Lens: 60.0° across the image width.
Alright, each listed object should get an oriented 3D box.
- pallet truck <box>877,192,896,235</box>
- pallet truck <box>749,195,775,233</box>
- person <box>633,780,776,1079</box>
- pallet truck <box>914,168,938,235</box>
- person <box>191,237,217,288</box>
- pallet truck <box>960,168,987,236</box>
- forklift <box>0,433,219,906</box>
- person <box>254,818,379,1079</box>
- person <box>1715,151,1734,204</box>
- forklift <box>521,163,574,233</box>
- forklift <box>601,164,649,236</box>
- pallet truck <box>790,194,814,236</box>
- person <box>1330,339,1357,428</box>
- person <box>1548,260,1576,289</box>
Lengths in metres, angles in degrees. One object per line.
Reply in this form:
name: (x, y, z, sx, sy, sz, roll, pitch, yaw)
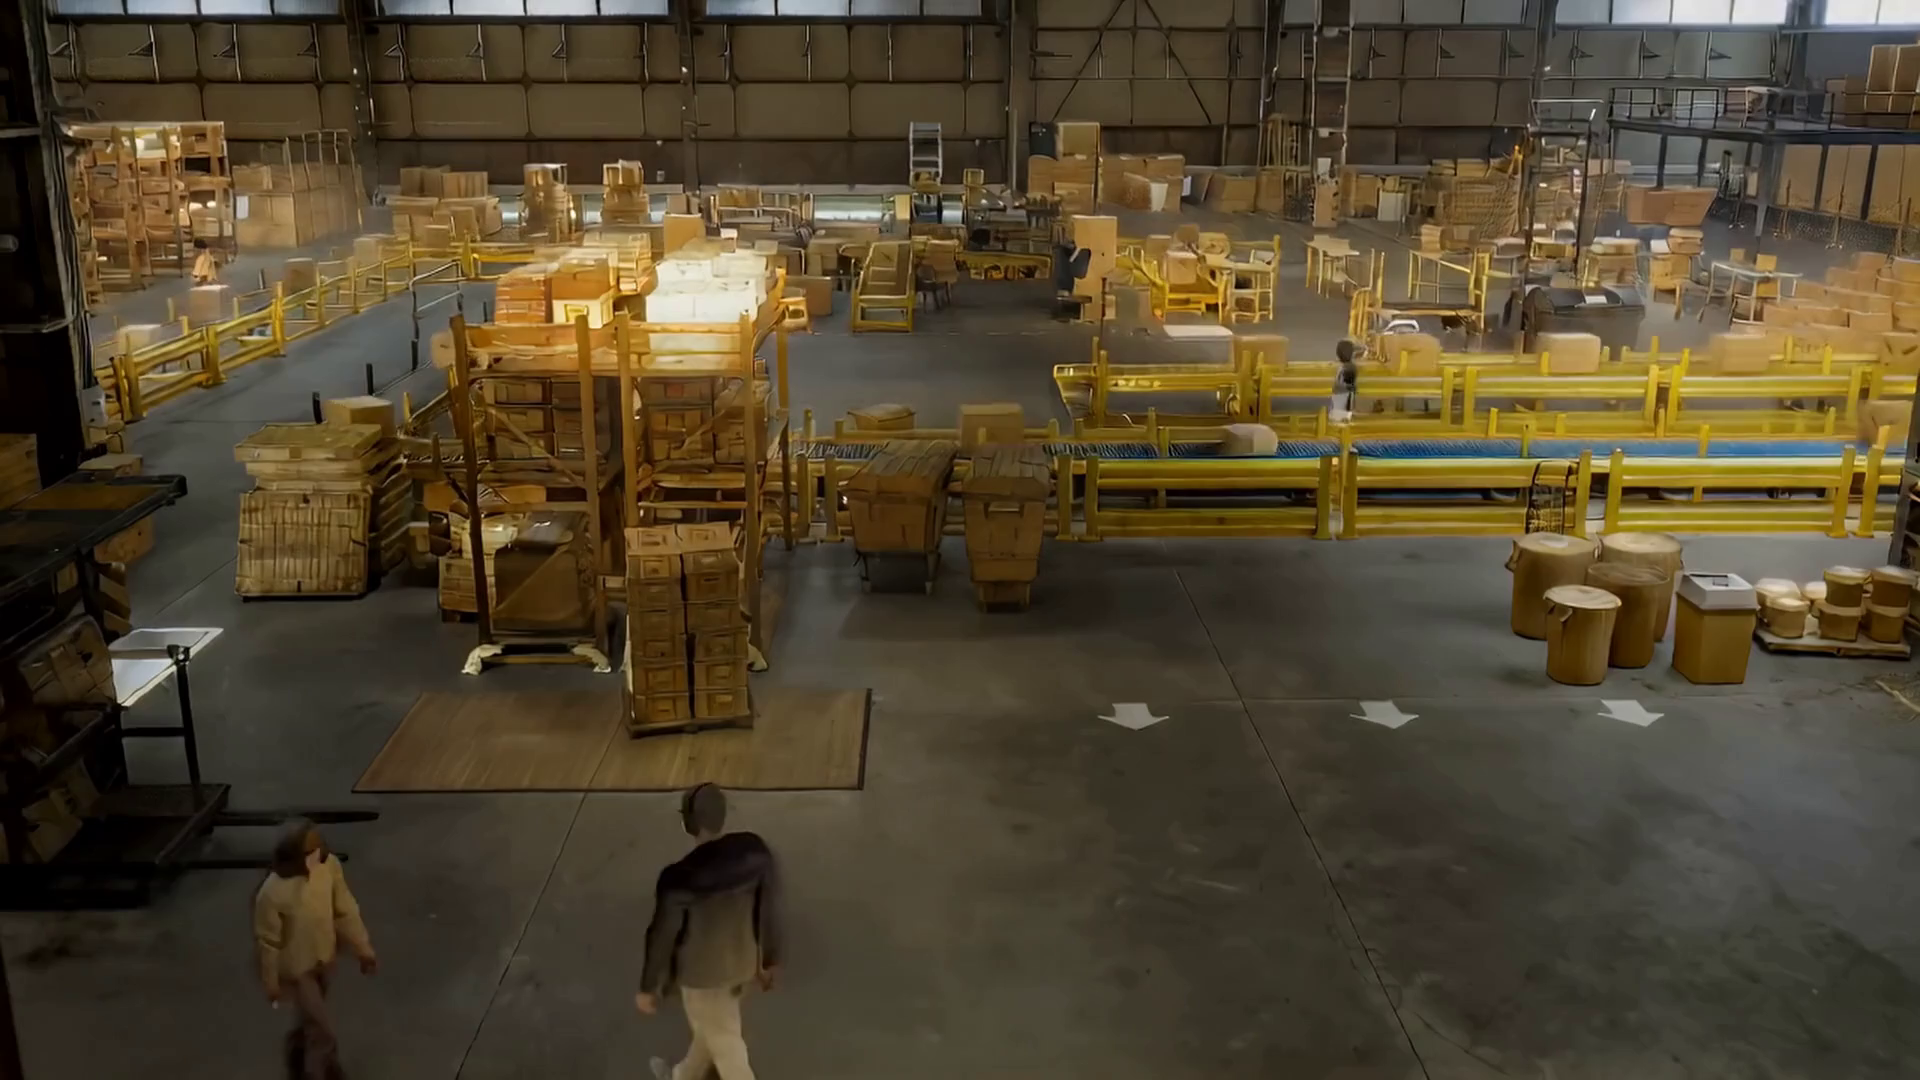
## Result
pallet truck: (-2.277, -9.986, 50.594, 0.653, 1.274, 1.630, 0, 16, -1)
pallet truck: (-6.051, -9.967, 50.660, 0.680, 1.201, 1.601, 0, 16, -1)
person: (-1.218, 2.011, 7.845, 1.009, 1.883, 0.654, 12, 20, 36)
pallet truck: (-0.989, -10.316, 50.507, 0.823, 1.965, 1.885, 1, 16, 3)
person: (-14.485, -4.890, 31.938, 0.404, 1.831, 0.600, -9, 19, -30)
pallet truck: (0.383, -10.230, 50.206, 0.823, 1.965, 1.885, -1, 16, -3)
forklift: (-5.952, 0.780, 10.366, 1.873, 2.768, 1.129, 0, 16, -1)
person: (-3.083, 2.093, 8.076, 0.820, 1.592, 0.513, 6, 17, 20)
person: (28.112, -13.329, 61.182, 0.573, 1.883, 0.354, -1, 16, -3)
forklift: (-12.233, -10.122, 49.298, 1.157, 1.987, 2.680, 0, 16, -1)
forklift: (-9.948, -10.127, 49.296, 1.157, 1.987, 2.680, -1, 16, -3)
pallet truck: (-4.814, -9.883, 50.259, 0.704, 1.261, 1.522, -1, 16, -3)
person: (4.978, -1.742, 21.284, 0.769, 1.669, 0.539, 1, 16, 5)
person: (10.619, -4.102, 29.396, 0.900, 1.726, 0.541, -12, 20, -35)
